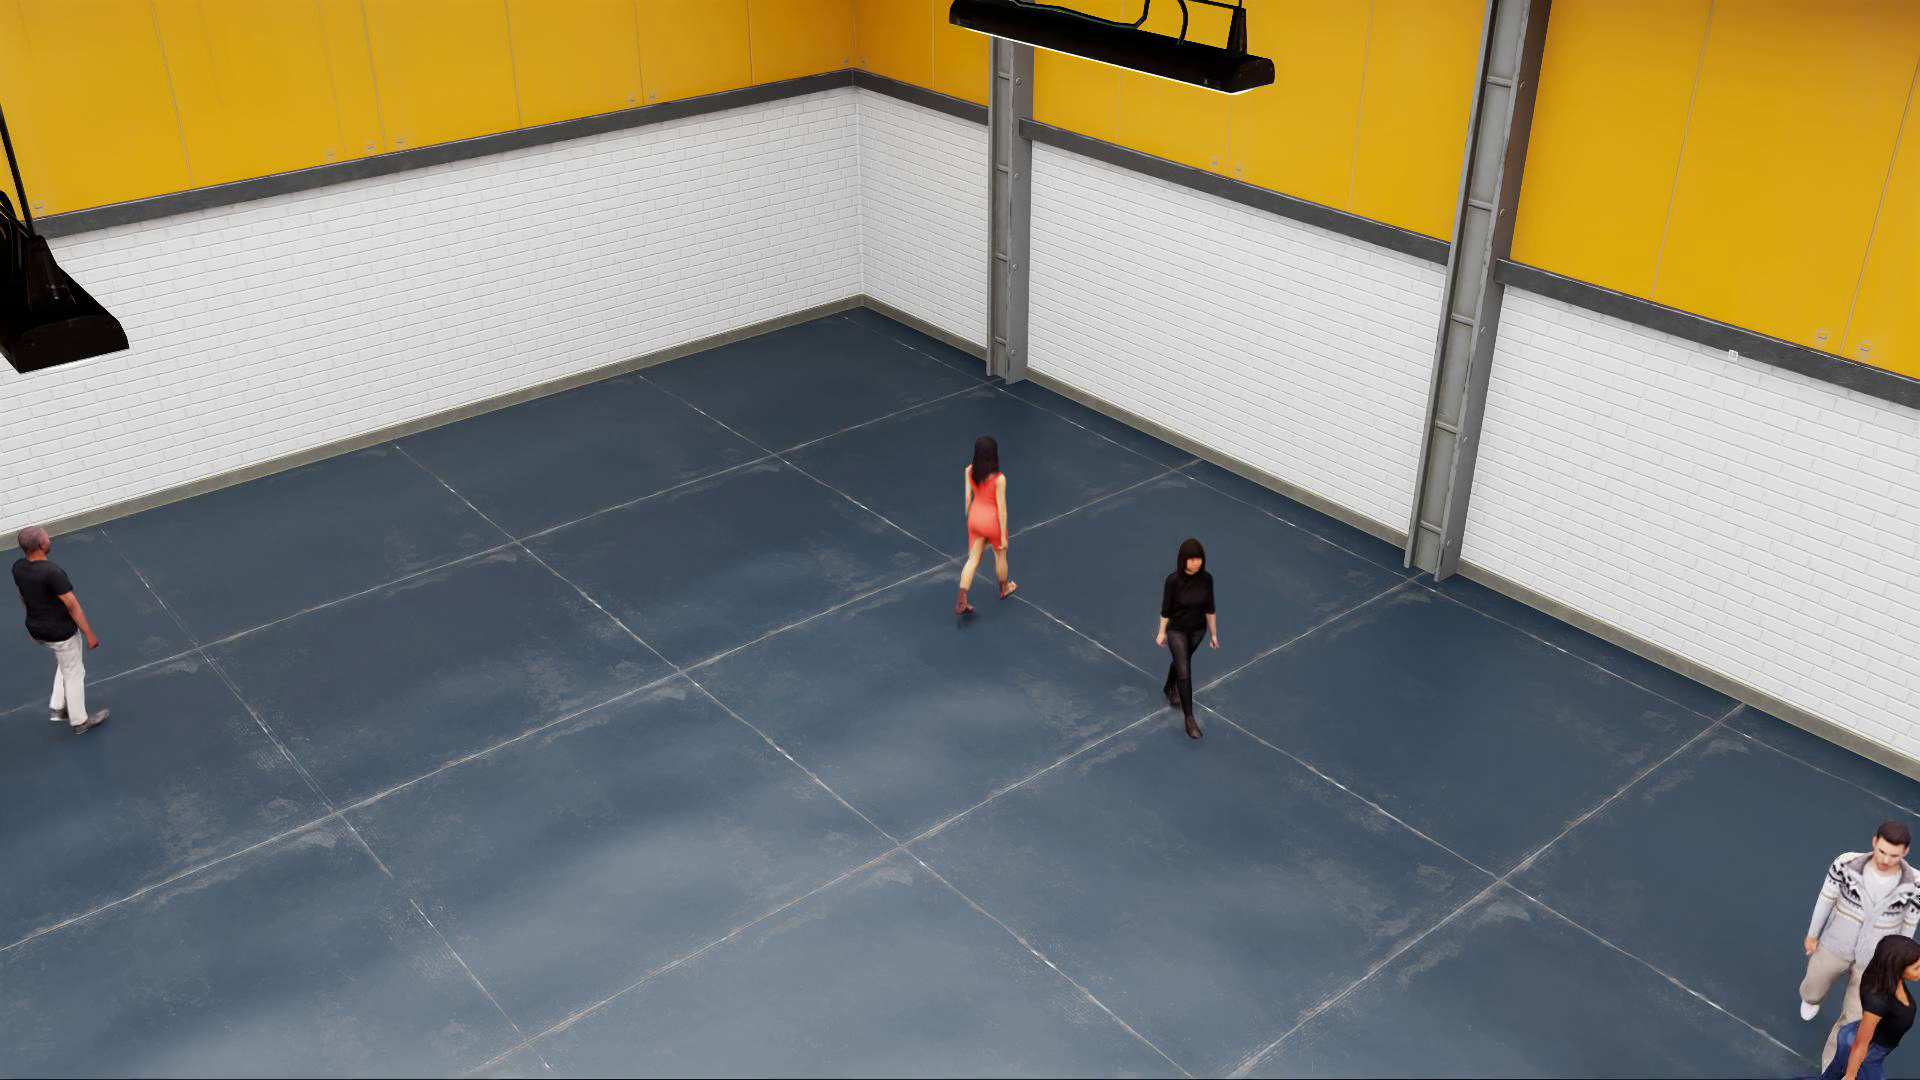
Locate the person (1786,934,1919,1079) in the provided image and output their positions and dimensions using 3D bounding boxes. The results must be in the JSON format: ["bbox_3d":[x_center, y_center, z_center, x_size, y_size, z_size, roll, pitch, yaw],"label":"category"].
[{"bbox_3d":[4.831,2.816,9.112,1.159,1.713,0.769,18,34,30],"label":"person"}]

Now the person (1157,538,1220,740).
[{"bbox_3d":[1.757,0.687,13.131,0.875,1.602,1.134,-9,30,-16],"label":"person"}]

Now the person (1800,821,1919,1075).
[{"bbox_3d":[5.295,2.365,9.810,1.044,1.836,0.951,16,32,26],"label":"person"}]

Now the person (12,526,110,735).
[{"bbox_3d":[-7.030,0.752,12.812,0.751,1.794,0.843,12,31,21],"label":"person"}]

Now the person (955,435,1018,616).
[{"bbox_3d":[0.180,-0.090,14.468,1.053,1.686,0.881,16,33,27],"label":"person"}]
